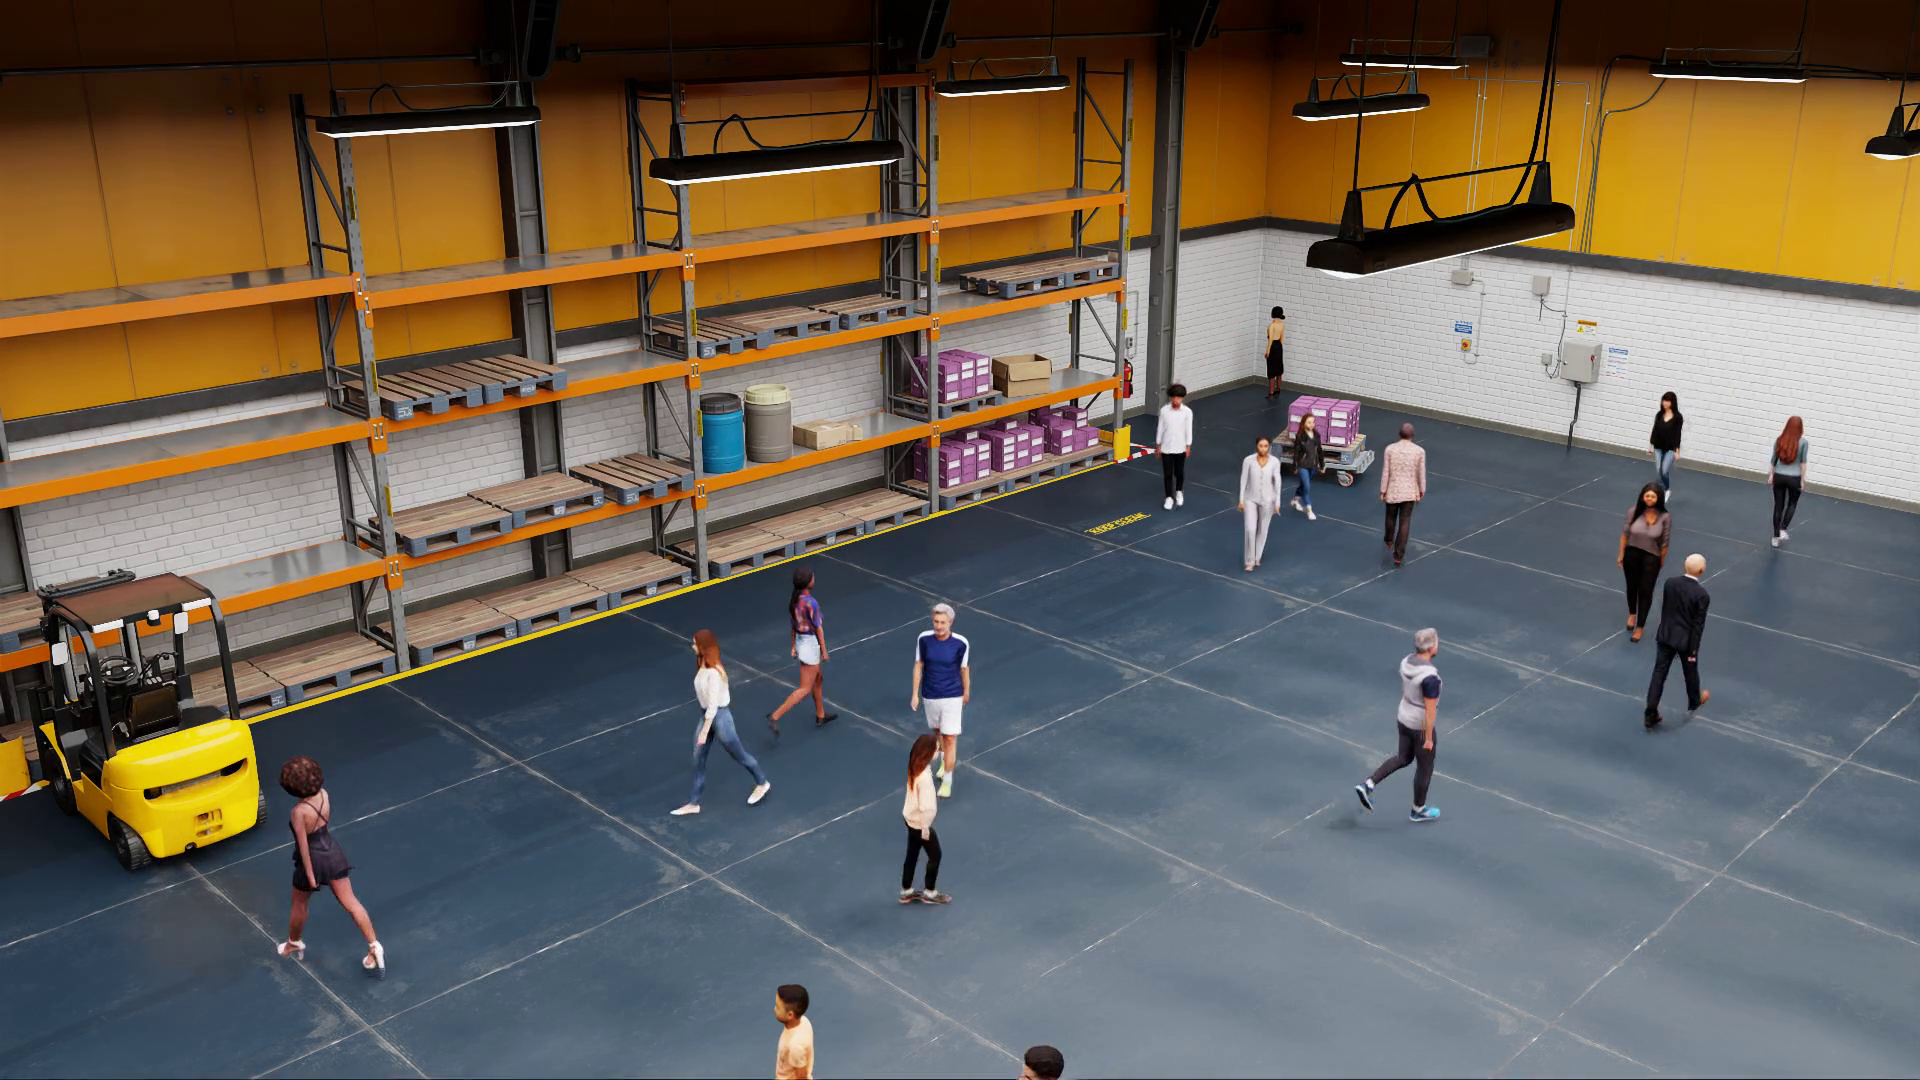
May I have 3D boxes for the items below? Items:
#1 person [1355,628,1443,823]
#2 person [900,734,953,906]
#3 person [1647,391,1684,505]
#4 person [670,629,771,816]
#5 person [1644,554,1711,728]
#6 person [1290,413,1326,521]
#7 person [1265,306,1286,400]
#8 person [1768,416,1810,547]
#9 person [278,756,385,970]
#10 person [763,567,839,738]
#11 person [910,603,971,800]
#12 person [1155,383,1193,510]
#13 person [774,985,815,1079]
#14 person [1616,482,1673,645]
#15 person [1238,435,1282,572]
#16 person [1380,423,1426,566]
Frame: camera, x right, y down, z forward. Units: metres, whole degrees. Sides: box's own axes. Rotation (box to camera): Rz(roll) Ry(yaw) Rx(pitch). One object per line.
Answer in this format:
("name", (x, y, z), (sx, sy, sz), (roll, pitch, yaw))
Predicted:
("person", (3.892, 1.642, 14.485), (1.133, 1.806, 0.982), (-5, 19, -14))
("person", (-0.371, 2.245, 13.231), (0.778, 1.465, 0.732), (-6, 20, -19))
("person", (10.021, -1.309, 23.517), (0.582, 1.636, 0.599), (-15, 24, -38))
("person", (-2.058, 1.618, 14.752), (1.215, 1.682, 0.754), (-12, 22, -31))
("person", (7.024, 1.032, 16.395), (1.194, 1.744, 0.741), (-15, 24, -38))
("person", (4.770, -1.044, 23.020), (0.976, 1.450, 0.852), (-8, 20, -22))
("person", (5.581, -3.327, 29.482), (0.491, 1.653, 0.630), (-15, 24, -38))
("person", (10.777, -0.746, 21.697), (0.650, 1.729, 0.662), (13, 22, 33))
("person", (-4.629, 2.429, 12.254), (0.923, 1.740, 1.145), (7, 20, 19))
("person", (-1.562, 1.125, 16.170), (1.146, 1.711, 0.708), (-13, 22, -33))
("person", (-0.143, 1.392, 15.239), (0.950, 1.799, 1.155), (6, 20, 17))
("person", (2.997, -1.339, 23.347), (0.772, 1.800, 0.809), (5, 19, 14))
("person", (-0.983, 3.324, 10.032), (0.635, 1.461, 0.601), (-3, 19, -9))
("person", (7.678, 0.218, 18.720), (0.817, 1.803, 1.125), (11, 21, 29))
("person", (3.774, -0.513, 21.027), (0.932, 1.715, 1.005), (1, 19, 4))
("person", (5.593, -0.549, 21.067), (1.058, 1.759, 1.267), (5, 19, 16))
